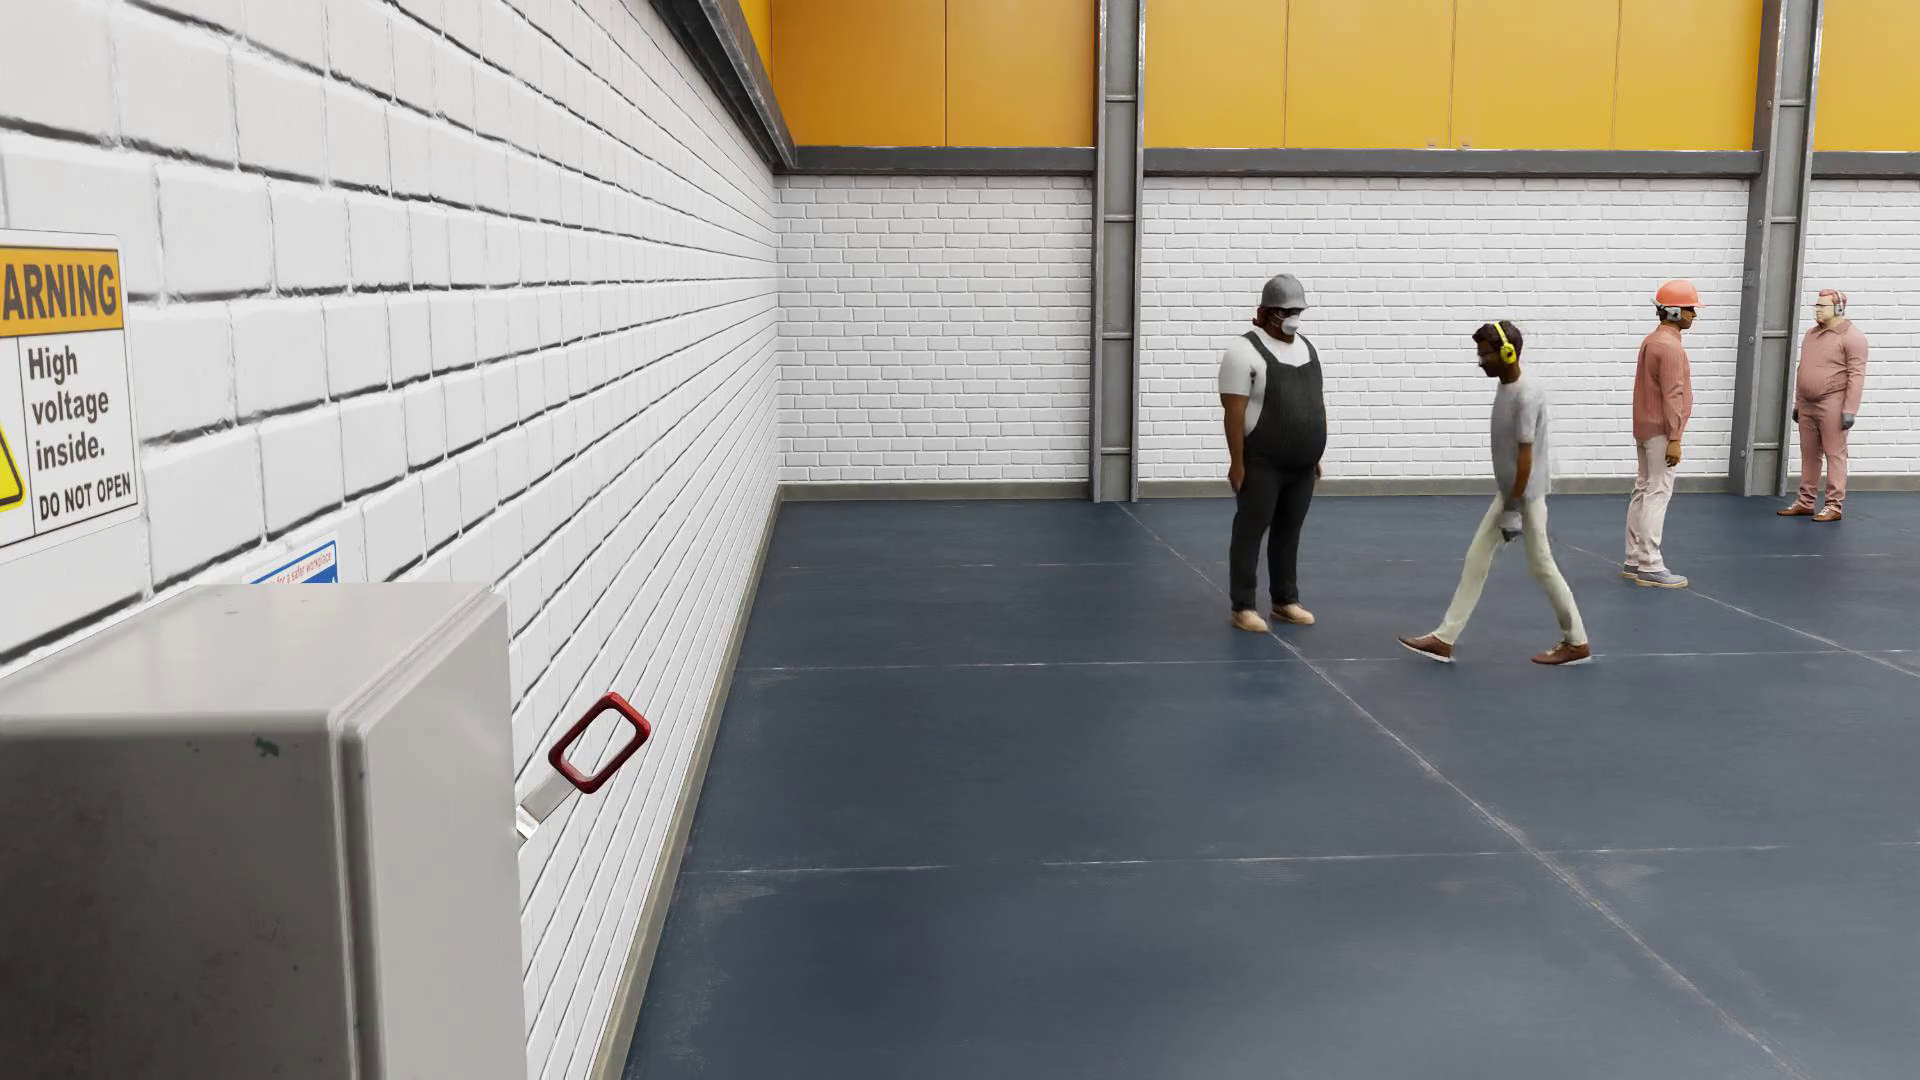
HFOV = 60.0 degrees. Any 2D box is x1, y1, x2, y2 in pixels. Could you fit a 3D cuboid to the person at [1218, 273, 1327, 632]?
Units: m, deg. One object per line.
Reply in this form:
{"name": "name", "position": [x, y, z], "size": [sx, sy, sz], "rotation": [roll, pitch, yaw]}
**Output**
{"name": "person", "position": [1.834, -0.500, 9.498], "size": [0.688, 2.000, 0.536], "rotation": [-6, 11, -32]}

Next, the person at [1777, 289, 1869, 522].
{"name": "person", "position": [7.114, -1.105, 13.715], "size": [0.401, 1.910, 0.640], "rotation": [-2, 9, -14]}

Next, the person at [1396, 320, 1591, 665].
{"name": "person", "position": [2.816, -0.228, 8.558], "size": [1.015, 1.802, 0.569], "rotation": [0, 9, -3]}

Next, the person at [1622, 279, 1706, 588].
{"name": "person", "position": [4.599, -0.695, 10.866], "size": [0.396, 1.992, 0.619], "rotation": [1, 9, 7]}
